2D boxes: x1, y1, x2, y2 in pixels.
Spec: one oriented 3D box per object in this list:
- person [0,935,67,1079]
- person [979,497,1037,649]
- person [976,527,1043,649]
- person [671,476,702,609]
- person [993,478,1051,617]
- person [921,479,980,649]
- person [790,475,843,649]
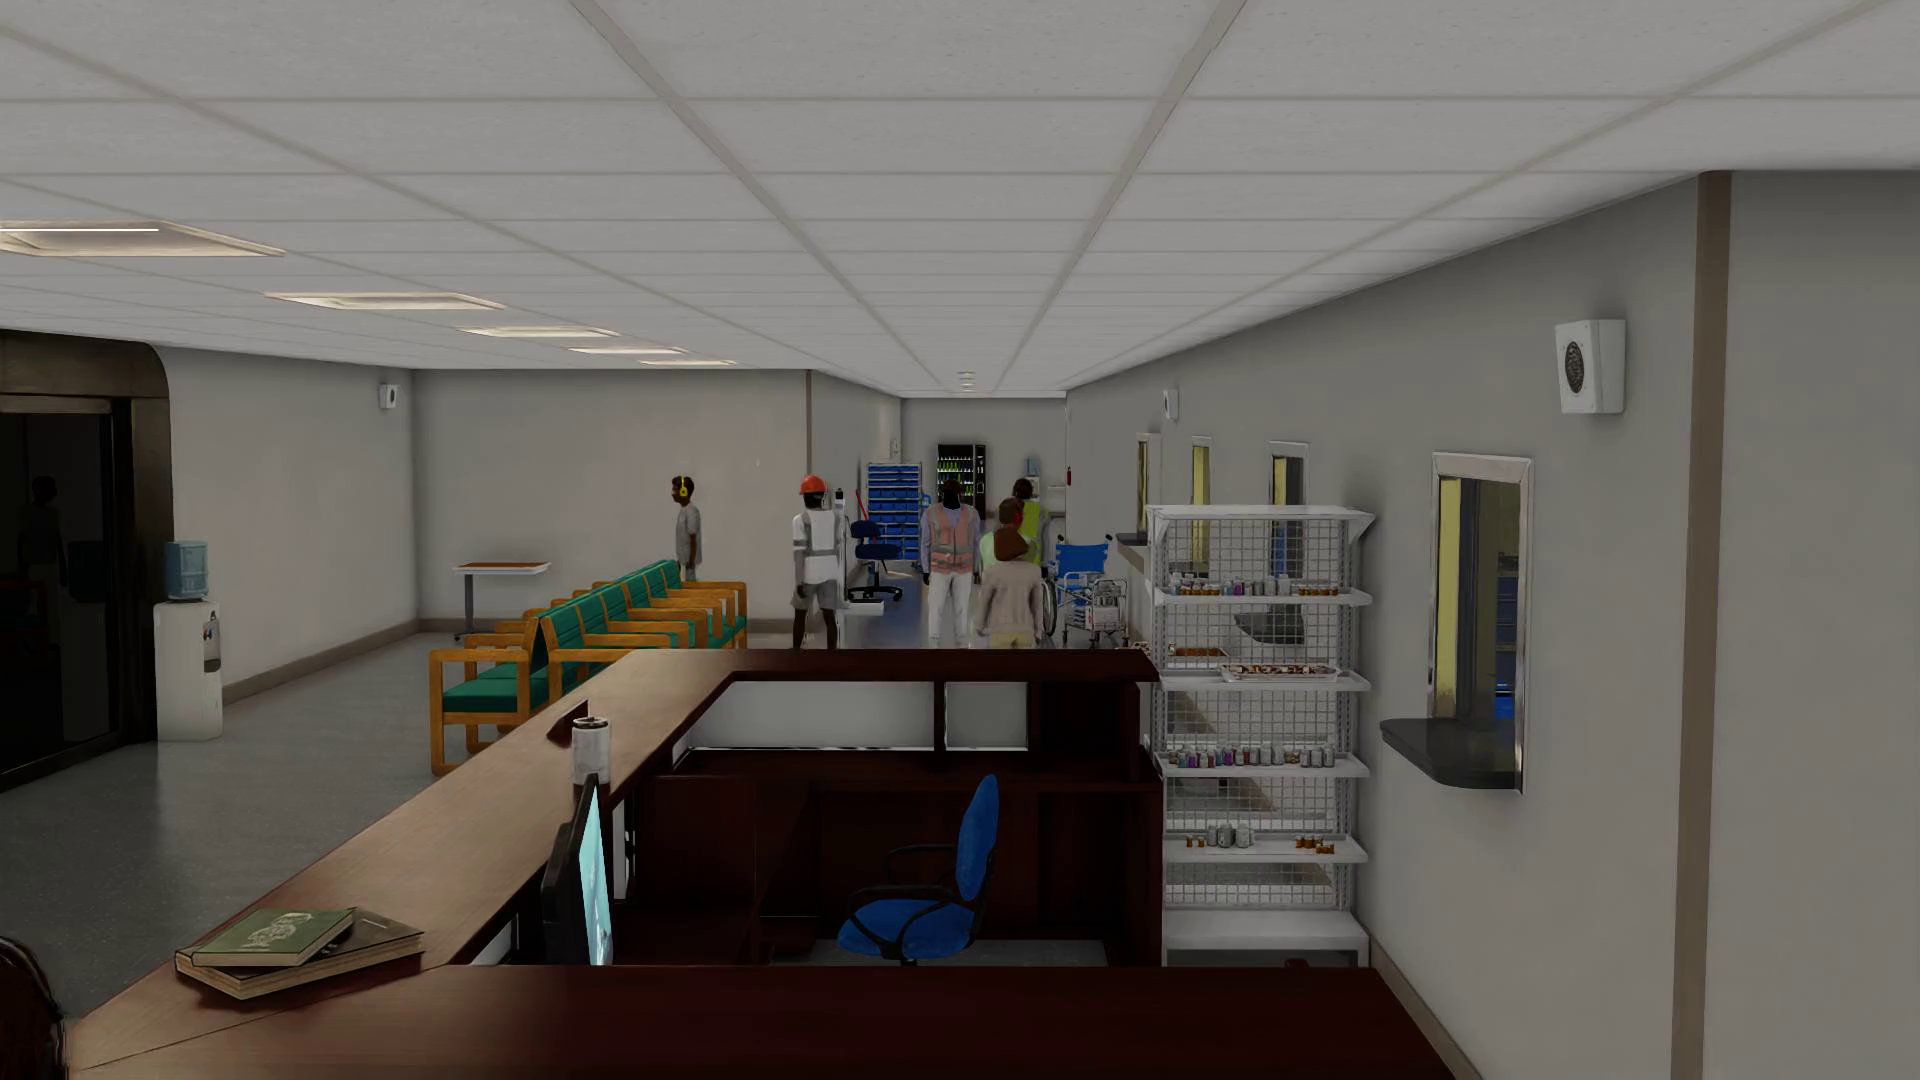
[{"bbox_3d":[-1.139,1.370,1.945,0.643,1.832,0.430,-2,4,-24],"label":"person"},{"bbox_3d":[0.360,0.555,13.509,0.569,1.816,0.897,3,5,40],"label":"person"},{"bbox_3d":[0.372,0.708,12.685,0.509,1.622,0.429,-2,5,-28],"label":"person"},{"bbox_3d":[-2.839,0.270,17.153,0.359,1.872,0.559,-1,4,-15],"label":"person"},{"bbox_3d":[0.679,0.236,17.939,0.626,1.819,0.750,-1,4,-15],"label":"person"},{"bbox_3d":[-0.087,0.300,16.874,0.624,1.841,0.430,-1,4,-11],"label":"person"},{"bbox_3d":[-1.423,0.335,15.992,0.551,1.902,0.885,-2,5,-30],"label":"person"}]
